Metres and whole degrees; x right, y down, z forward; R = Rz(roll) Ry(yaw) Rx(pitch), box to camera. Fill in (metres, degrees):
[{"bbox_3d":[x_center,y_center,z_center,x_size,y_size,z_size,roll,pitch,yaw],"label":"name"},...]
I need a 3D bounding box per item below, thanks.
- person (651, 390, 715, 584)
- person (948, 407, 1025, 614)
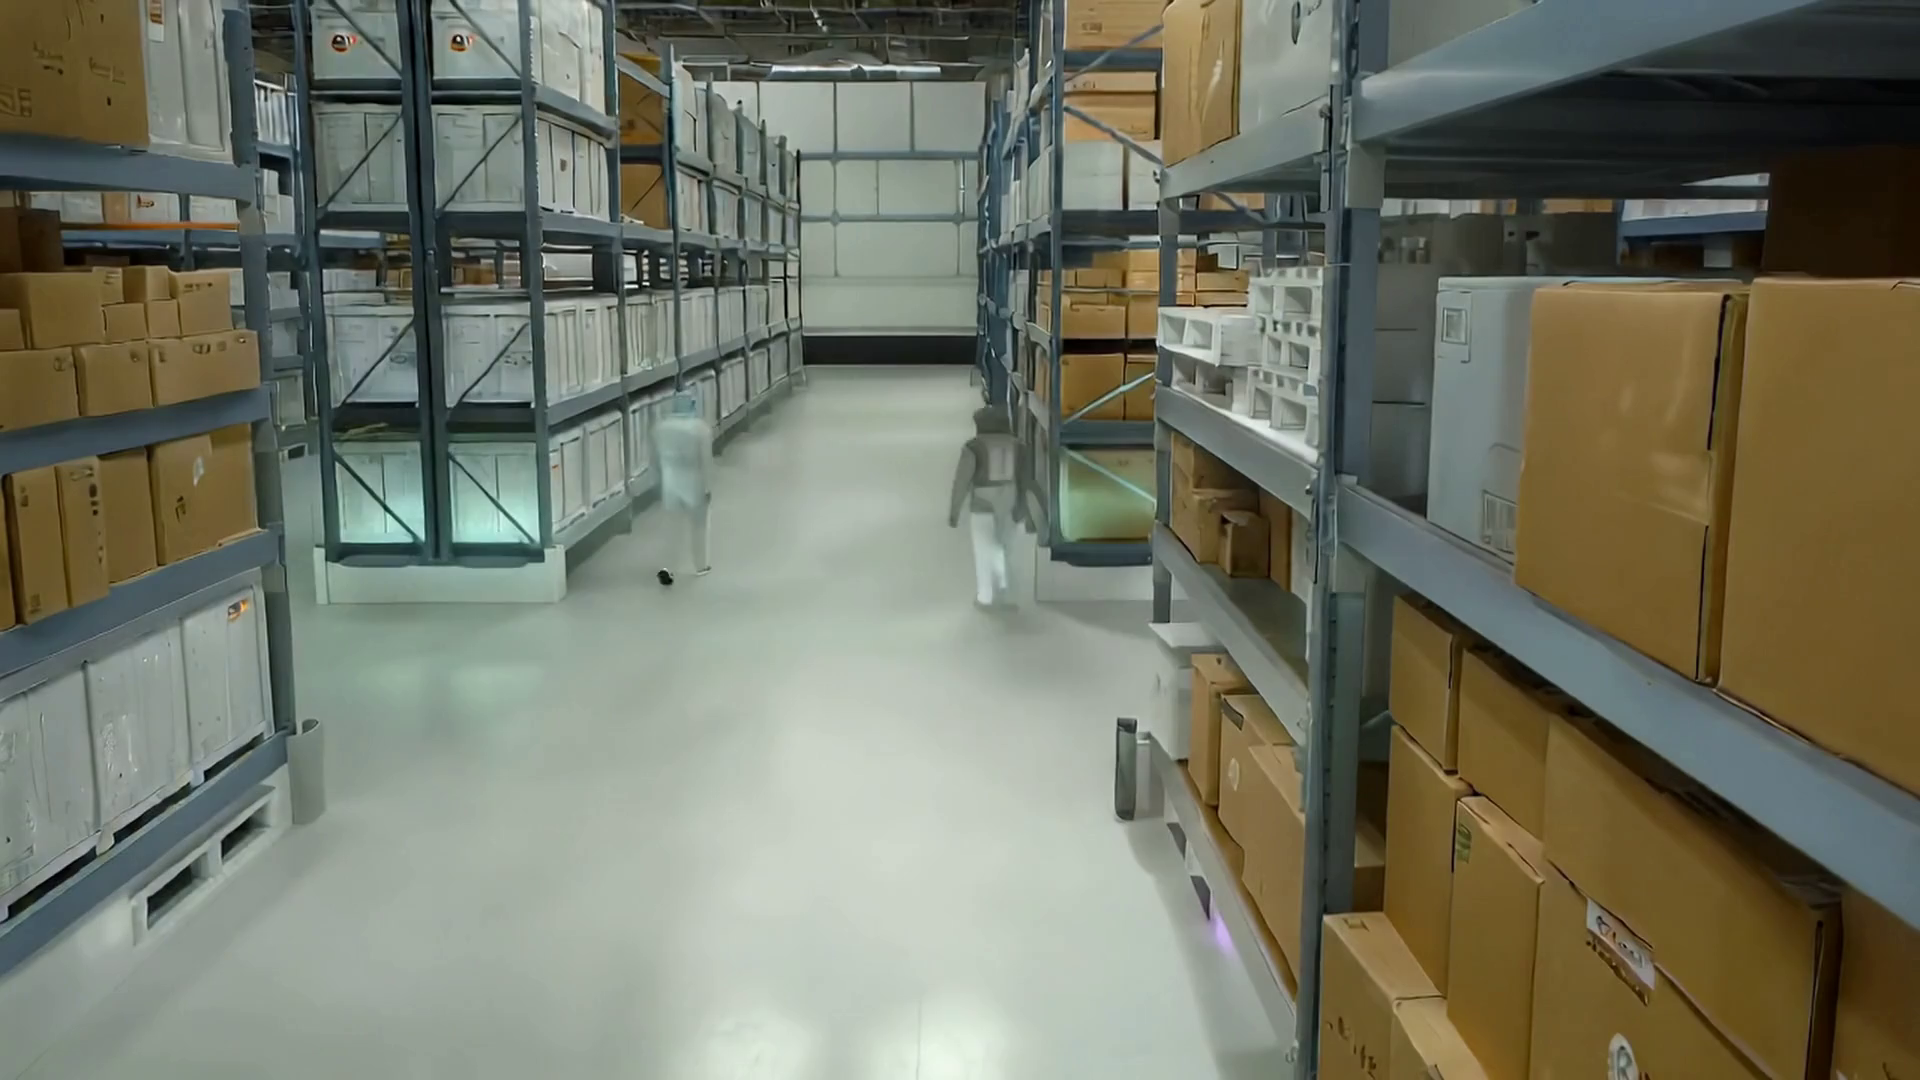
[{"bbox_3d":[-2.690,-0.523,16.151,0.637,1.875,0.929,1,9,5],"label":"person"},{"bbox_3d":[0.259,-0.265,14.731,0.687,1.815,0.445,-7,11,-36],"label":"person"}]
